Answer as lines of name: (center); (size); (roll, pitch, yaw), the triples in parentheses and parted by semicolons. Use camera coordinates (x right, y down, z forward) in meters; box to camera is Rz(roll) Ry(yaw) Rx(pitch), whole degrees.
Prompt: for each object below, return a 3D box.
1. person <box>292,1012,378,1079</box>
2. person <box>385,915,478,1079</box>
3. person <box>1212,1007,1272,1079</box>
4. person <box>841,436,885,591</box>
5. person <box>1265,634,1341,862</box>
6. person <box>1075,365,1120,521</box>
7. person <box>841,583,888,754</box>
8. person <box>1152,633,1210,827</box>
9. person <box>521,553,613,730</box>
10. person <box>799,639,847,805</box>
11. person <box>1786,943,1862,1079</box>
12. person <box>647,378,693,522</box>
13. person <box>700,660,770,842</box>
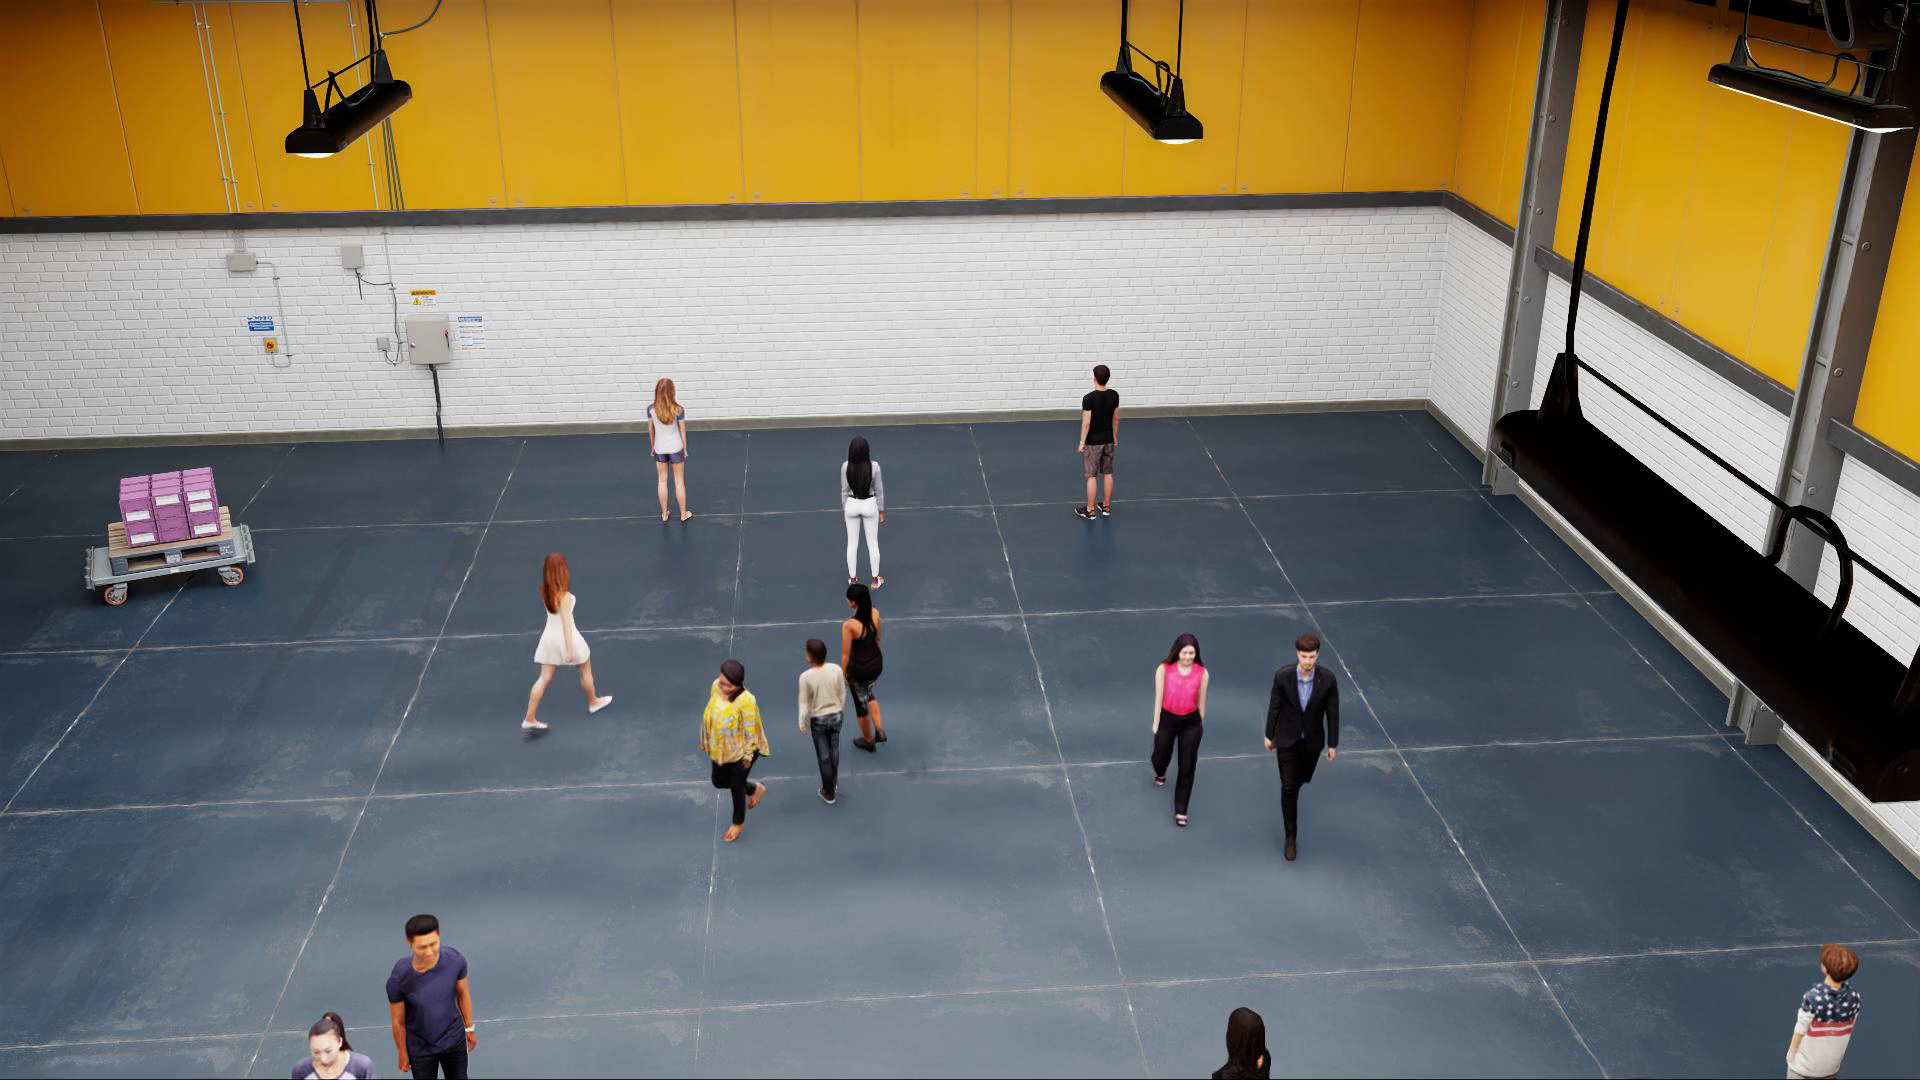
person: (-3.479, 3.354, 9.391); (0.597, 1.642, 0.527); (-1, 24, -3)
person: (-3.162, 2.997, 10.025); (0.717, 1.789, 0.703); (-15, 28, -30)
person: (1.621, 3.371, 9.358); (0.713, 1.637, 0.761); (-19, 30, -37)
person: (-1.040, -0.298, 17.643); (0.626, 1.725, 0.557); (1, 24, 3)
person: (2.709, 1.544, 13.274); (0.883, 1.849, 1.254); (2, 24, 4)
person: (1.624, -1.157, 19.438); (0.758, 1.862, 0.732); (-12, 26, -26)
person: (-0.783, 1.132, 14.457); (0.790, 1.655, 0.735); (22, 32, 40)
person: (1.771, 1.501, 13.629); (0.641, 1.643, 0.909); (0, 24, 0)
person: (-3.652, 0.940, 14.875); (1.057, 1.673, 1.151); (17, 29, 33)
person: (-1.087, 1.529, 13.810); (0.663, 1.448, 0.715); (-9, 25, -21)
person: (5.285, 3.103, 10.218); (0.507, 1.439, 0.472); (-1, 24, -2)
person: (-3.393, -1.051, 19.357); (0.623, 1.732, 0.587); (2, 24, 4)
person: (-1.740, 1.650, 13.306); (0.947, 1.629, 1.007); (20, 31, 38)
